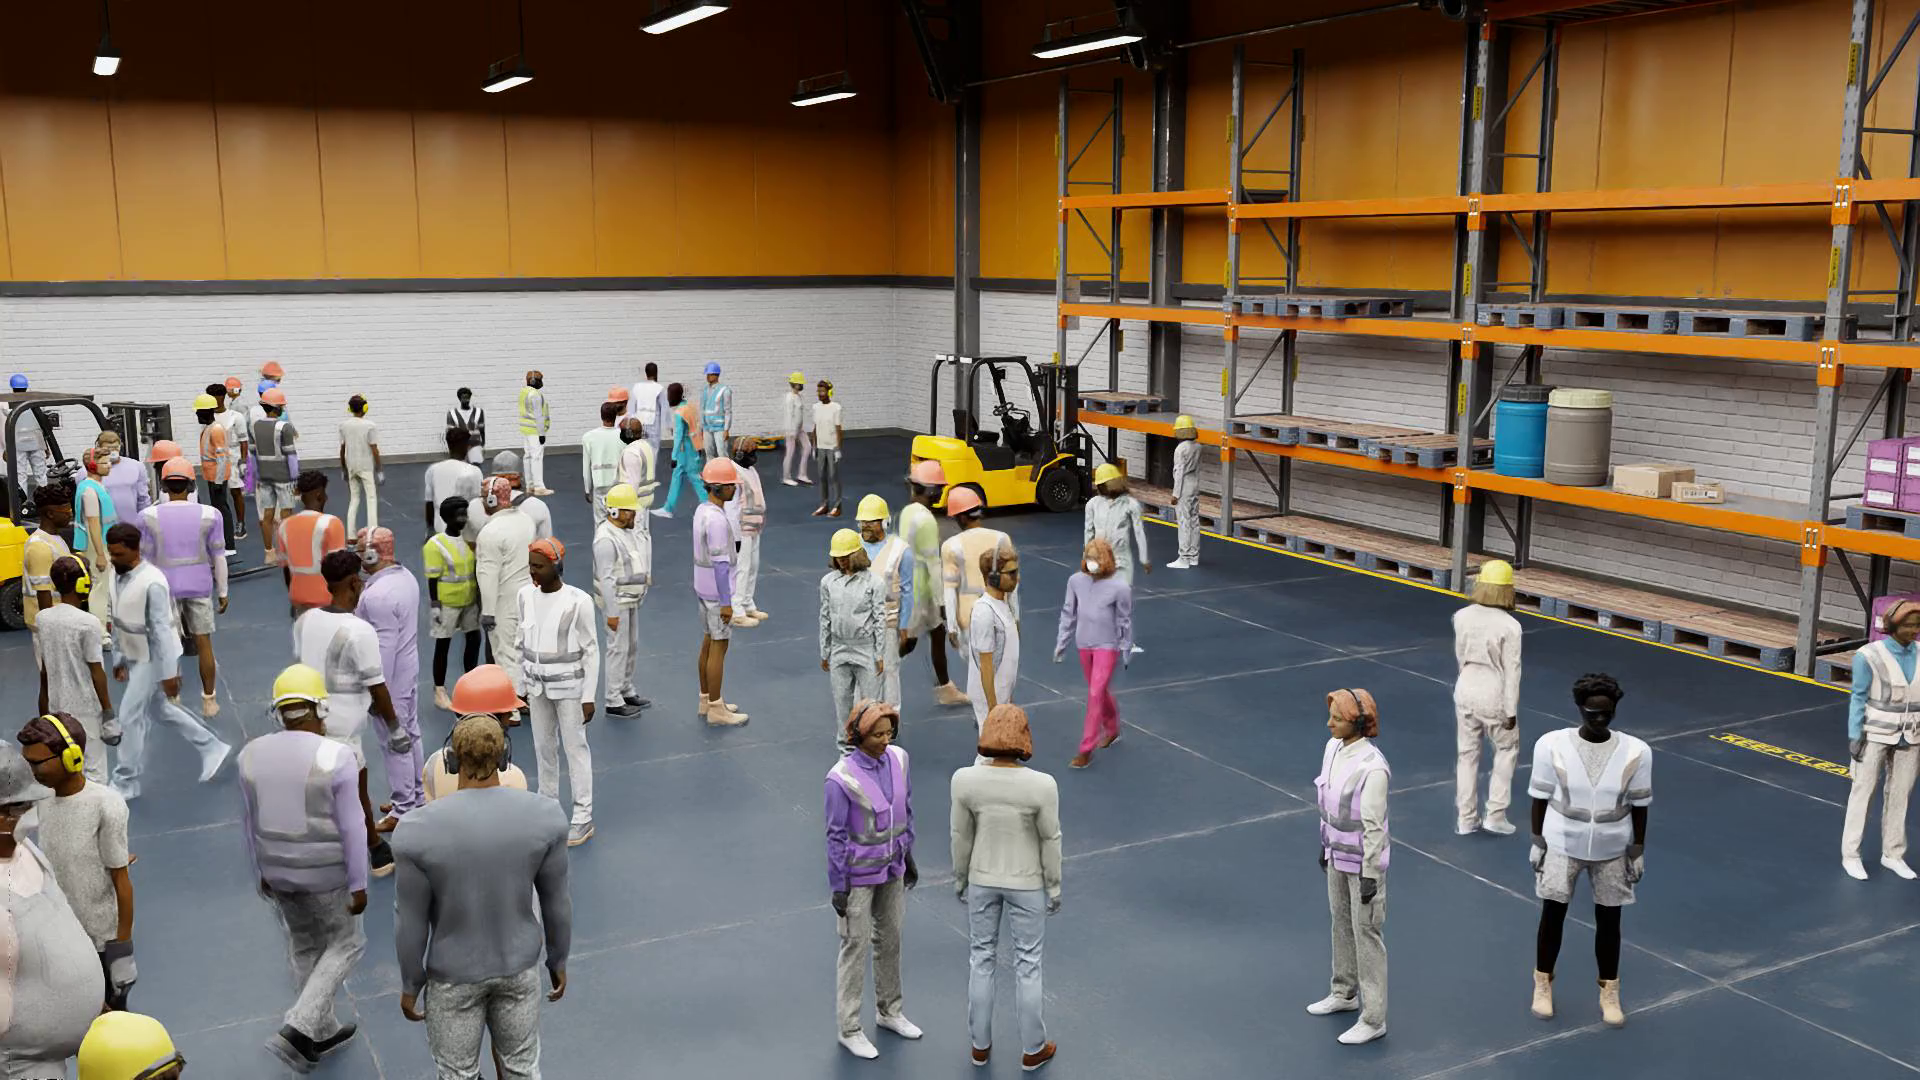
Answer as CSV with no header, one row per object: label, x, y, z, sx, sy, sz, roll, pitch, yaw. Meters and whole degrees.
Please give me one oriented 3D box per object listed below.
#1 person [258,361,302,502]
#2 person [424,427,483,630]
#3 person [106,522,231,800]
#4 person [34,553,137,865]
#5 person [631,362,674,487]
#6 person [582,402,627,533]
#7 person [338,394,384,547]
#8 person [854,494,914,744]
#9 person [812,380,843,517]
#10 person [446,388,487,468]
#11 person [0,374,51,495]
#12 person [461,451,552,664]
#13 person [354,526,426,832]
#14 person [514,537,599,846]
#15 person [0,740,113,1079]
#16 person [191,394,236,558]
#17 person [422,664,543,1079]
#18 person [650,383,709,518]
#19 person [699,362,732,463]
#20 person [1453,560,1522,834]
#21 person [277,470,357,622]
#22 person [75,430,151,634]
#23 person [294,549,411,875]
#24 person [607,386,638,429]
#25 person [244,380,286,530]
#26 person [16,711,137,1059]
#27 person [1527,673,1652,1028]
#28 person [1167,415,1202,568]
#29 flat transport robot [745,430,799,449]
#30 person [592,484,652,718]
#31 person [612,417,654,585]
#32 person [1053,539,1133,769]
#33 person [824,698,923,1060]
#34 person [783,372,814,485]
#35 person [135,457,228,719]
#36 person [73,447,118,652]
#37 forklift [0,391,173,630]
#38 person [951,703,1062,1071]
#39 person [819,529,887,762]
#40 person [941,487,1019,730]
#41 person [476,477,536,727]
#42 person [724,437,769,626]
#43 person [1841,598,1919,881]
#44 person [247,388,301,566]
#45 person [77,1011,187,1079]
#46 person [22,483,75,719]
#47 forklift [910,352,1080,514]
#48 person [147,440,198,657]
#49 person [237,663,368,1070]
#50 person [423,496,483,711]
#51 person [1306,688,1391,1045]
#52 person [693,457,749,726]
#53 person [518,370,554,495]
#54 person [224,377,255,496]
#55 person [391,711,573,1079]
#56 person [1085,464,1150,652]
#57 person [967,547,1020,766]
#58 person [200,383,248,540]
person,-9.700,-1.561,23.900,0.617,2.021,0.650,-2,10,-13
person,-4.737,-0.128,15.926,0.599,1.917,0.939,5,11,25
person,-5.297,0.771,10.945,0.615,1.861,0.937,9,13,41
person,-5.081,1.004,9.613,0.519,1.860,0.320,5,11,26
person,-4.700,-1.754,25.368,0.608,1.897,0.511,6,12,32
person,-3.916,-0.590,18.639,0.586,1.913,0.393,-2,10,-13
person,-7.270,-0.835,20.204,0.531,1.860,0.320,2,10,12
person,-0.636,0.574,12.158,0.587,1.833,0.404,3,10,17
person,-1.799,-1.237,22.516,0.520,1.860,0.325,7,12,35
person,-6.998,-1.327,23.591,0.550,1.646,0.884,-3,10,-17
person,-12.527,-1.249,22.313,0.612,1.950,0.377,-9,13,-42
person,-3.562,0.286,13.216,0.707,2.000,0.535,-1,10,-5
person,-3.567,0.855,10.334,0.402,1.904,0.651,-1,10,-4
person,-2.446,0.912,10.063,0.582,1.882,0.338,5,11,25
person,-3.078,1.615,5.566,0.758,2.000,0.698,-3,10,-15
person,-8.762,-0.752,19.518,0.382,1.924,0.594,-6,12,-31
person,-1.906,1.455,6.781,0.551,1.936,0.357,6,12,32
person,-3.727,-1.178,22.175,0.926,1.852,0.680,-1,10,-6
person,-3.656,-1.680,24.801,0.605,1.948,0.391,7,12,34
person,3.258,0.964,10.205,0.443,1.719,0.505,-9,13,-41
person,-4.891,0.447,12.617,0.687,1.930,0.614,5,11,25
person,-7.939,-0.081,15.662,0.636,1.929,0.374,-10,14,-44
person,-3.445,1.020,9.330,0.635,1.926,0.786,9,13,41
person,-4.185,-0.946,20.647,0.390,1.928,0.552,-9,13,-41
person,-8.902,-1.094,21.462,0.605,1.939,0.415,3,10,18
person,-3.376,1.563,6.410,0.526,1.856,0.350,5,11,26
person,2.898,1.421,7.701,0.539,1.689,0.330,2,10,14
person,2.550,-0.550,18.891,0.300,1.743,0.484,7,12,36
flat transport robot,-3.452,-1.851,30.609,0.652,0.197,1.431,5,11,27
person,-2.611,0.469,12.820,0.403,1.817,0.601,1,10,4
person,-3.466,-0.387,17.664,0.429,1.842,0.636,1,10,3
person,0.962,0.769,11.752,0.502,1.589,0.870,7,12,37
person,-0.402,1.496,7.435,0.319,1.631,0.524,8,13,38
person,-2.463,-1.693,25.425,0.591,1.742,0.552,3,10,18
person,-5.934,0.378,12.728,0.612,2.030,0.403,-5,11,-28
person,-7.752,0.084,14.938,0.373,1.843,0.571,-5,11,-26
forklift,-9.026,-0.363,16.508,1.214,2.155,2.313,6,11,29
person,0.205,1.517,7.300,0.497,1.633,0.279,3,10,17
person,-0.737,0.773,11.315,0.492,1.729,0.324,4,11,20
person,0.166,0.560,12.065,0.604,1.885,0.791,-2,10,-12
person,-3.459,0.464,12.620,0.397,1.900,0.649,2,10,13
person,-2.073,-0.083,15.963,0.429,1.830,0.635,2,10,10
person,5.316,1.135,9.507,0.527,1.634,0.315,-1,10,-5
person,-7.772,-0.710,18.943,0.608,2.044,0.377,3,10,17
person,-1.983,2.004,4.132,0.318,1.764,0.522,4,11,22
person,-6.439,0.567,11.847,0.378,1.958,0.606,-3,10,-17
forklift,0.460,-1.461,22.833,2.313,2.155,1.214,-5,11,-28
person,-6.954,0.072,14.775,0.388,1.930,0.544,0,10,-3
person,-2.859,1.444,7.257,0.602,1.799,0.522,3,10,16
person,-3.975,0.485,13.082,0.338,1.692,0.543,6,11,30
person,1.795,1.469,7.598,0.318,1.630,0.513,-2,10,-13
person,-1.816,0.386,12.632,0.389,2.041,0.614,-4,11,-20
person,-6.271,-1.582,24.558,0.430,1.840,0.623,-7,12,-34
person,-10.610,-1.517,24.426,0.341,1.747,0.575,-7,12,-35
person,-1.740,1.578,6.118,0.635,1.929,0.381,-5,11,-27
person,1.389,0.171,14.814,0.568,1.727,0.375,2,10,13
person,0.221,0.951,9.949,0.345,1.847,0.508,1,10,8
person,-9.168,-0.977,20.704,0.614,1.962,0.362,1,10,6
